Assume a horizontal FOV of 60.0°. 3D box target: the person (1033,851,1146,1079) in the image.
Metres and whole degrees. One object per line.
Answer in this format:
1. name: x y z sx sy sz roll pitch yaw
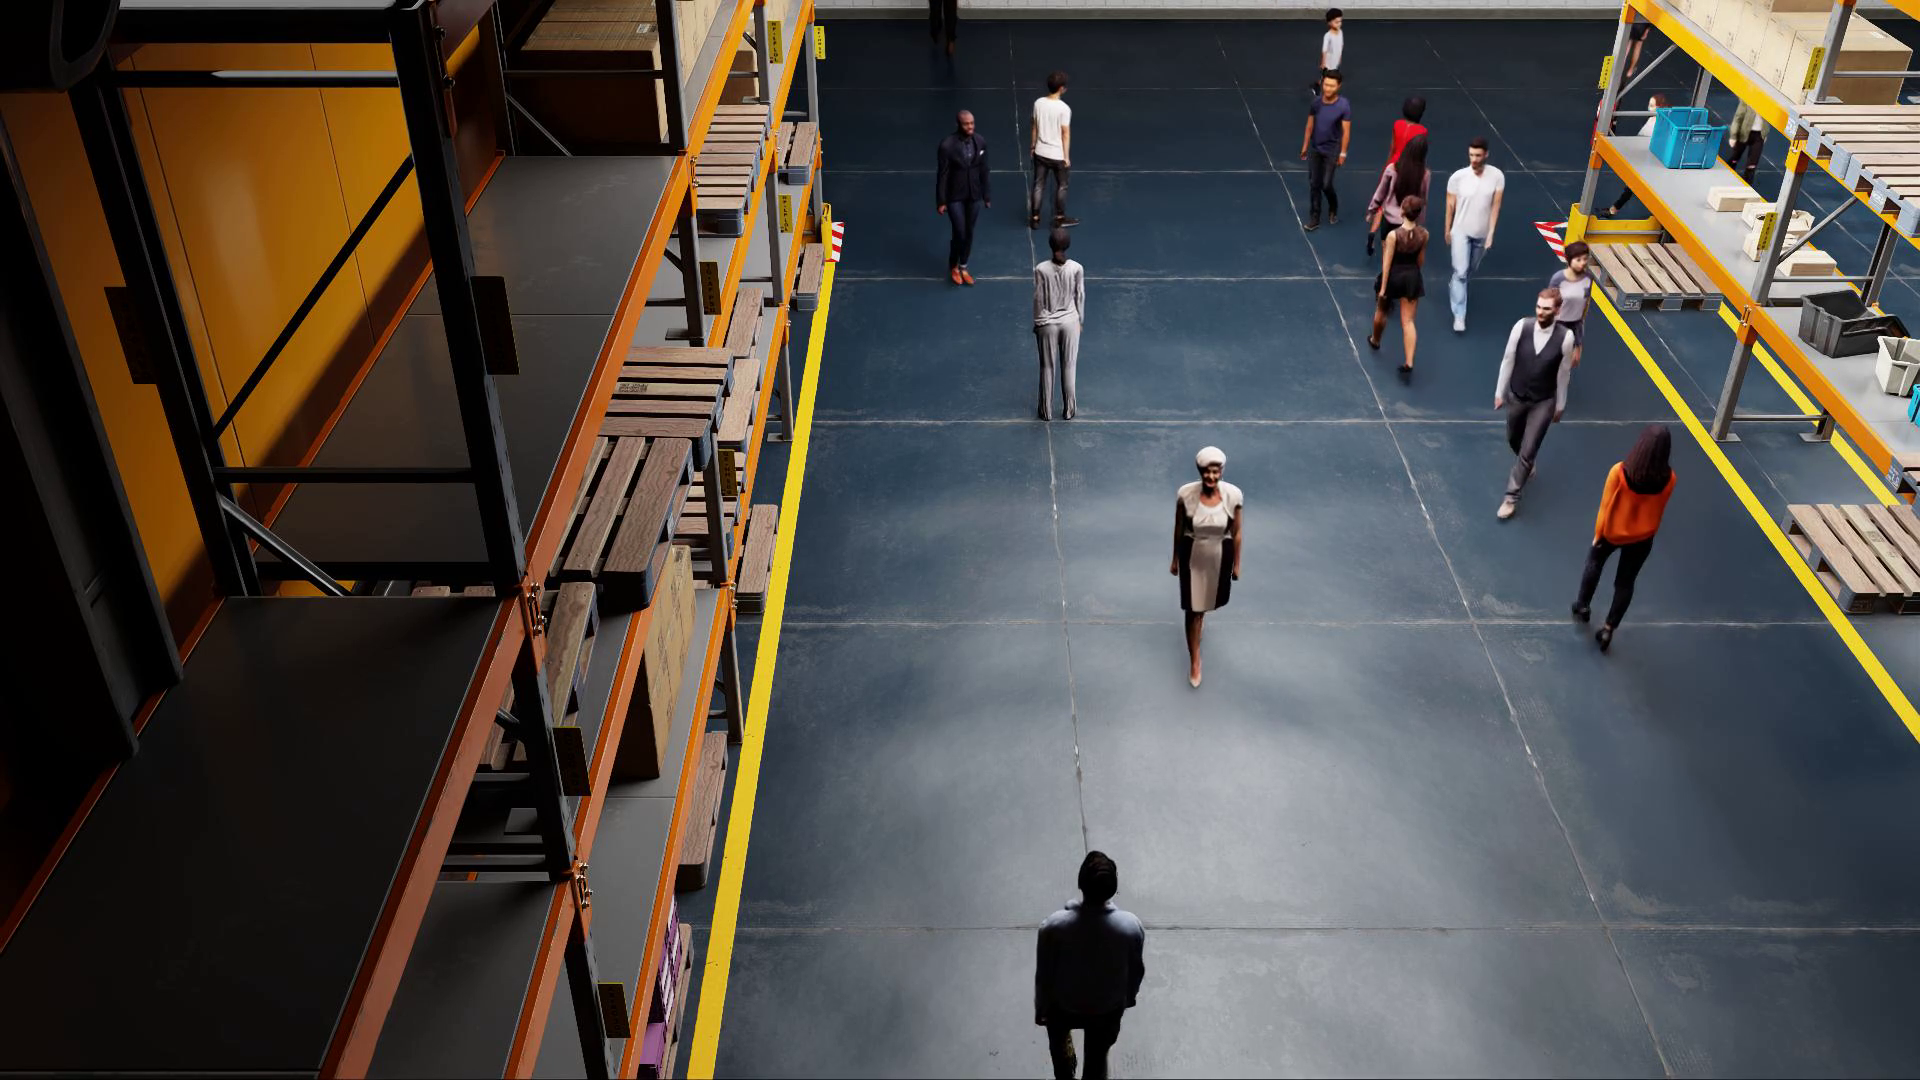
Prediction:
1. person: 0.616 2.290 8.064 0.685 1.798 0.612 -1 34 -1

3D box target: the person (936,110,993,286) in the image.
1. person: -0.011 -3.458 16.701 0.847 1.810 0.858 -18 37 -24

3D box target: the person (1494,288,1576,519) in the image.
1. person: 4.548 -1.153 13.150 1.060 1.903 1.231 16 37 23

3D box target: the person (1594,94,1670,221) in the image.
1. person: 7.531 -4.087 17.982 0.715 1.441 0.935 6 34 9

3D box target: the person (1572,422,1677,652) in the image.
1. person: 4.643 0.026 11.532 0.678 1.730 0.794 3 34 5

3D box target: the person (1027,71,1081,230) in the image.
1. person: 0.946 -4.170 17.867 0.835 1.705 0.875 17 37 24

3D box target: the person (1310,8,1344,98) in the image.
1. person: 4.718 -6.195 21.330 0.733 1.245 0.813 -25 41 -32

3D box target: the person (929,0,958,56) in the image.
1. person: -0.199 -7.622 22.920 0.882 1.861 1.321 -6 34 -9

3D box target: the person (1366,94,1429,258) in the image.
1. person: 4.517 -3.711 17.161 0.991 1.723 1.073 26 42 34

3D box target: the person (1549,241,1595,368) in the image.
1. person: 5.281 -1.938 14.649 0.617 1.551 0.641 -6 34 -9

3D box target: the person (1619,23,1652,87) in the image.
1. person: 8.877 -6.736 21.889 0.908 1.528 1.152 17 37 24

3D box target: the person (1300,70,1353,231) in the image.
1. person: 3.958 -4.210 17.861 0.821 1.779 0.876 25 41 32

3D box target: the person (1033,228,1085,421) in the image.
1. person: 0.846 -1.849 14.314 0.581 1.773 0.519 0 34 1

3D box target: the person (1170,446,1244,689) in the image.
1. person: 1.691 0.114 11.406 0.683 1.724 1.055 2 34 4

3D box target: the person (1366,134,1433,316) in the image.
1. person: 4.242 -3.019 16.065 0.761 1.783 0.751 1 34 2

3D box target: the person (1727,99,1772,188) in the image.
1. person: 8.832 -4.538 18.667 0.709 1.433 1.023 5 34 8

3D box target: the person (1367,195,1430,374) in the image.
1. person: 4.038 -2.292 15.107 0.667 1.634 1.144 -4 34 -7

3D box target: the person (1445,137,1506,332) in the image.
1. person: 4.914 -3.000 16.002 0.721 1.821 1.182 2 34 3
